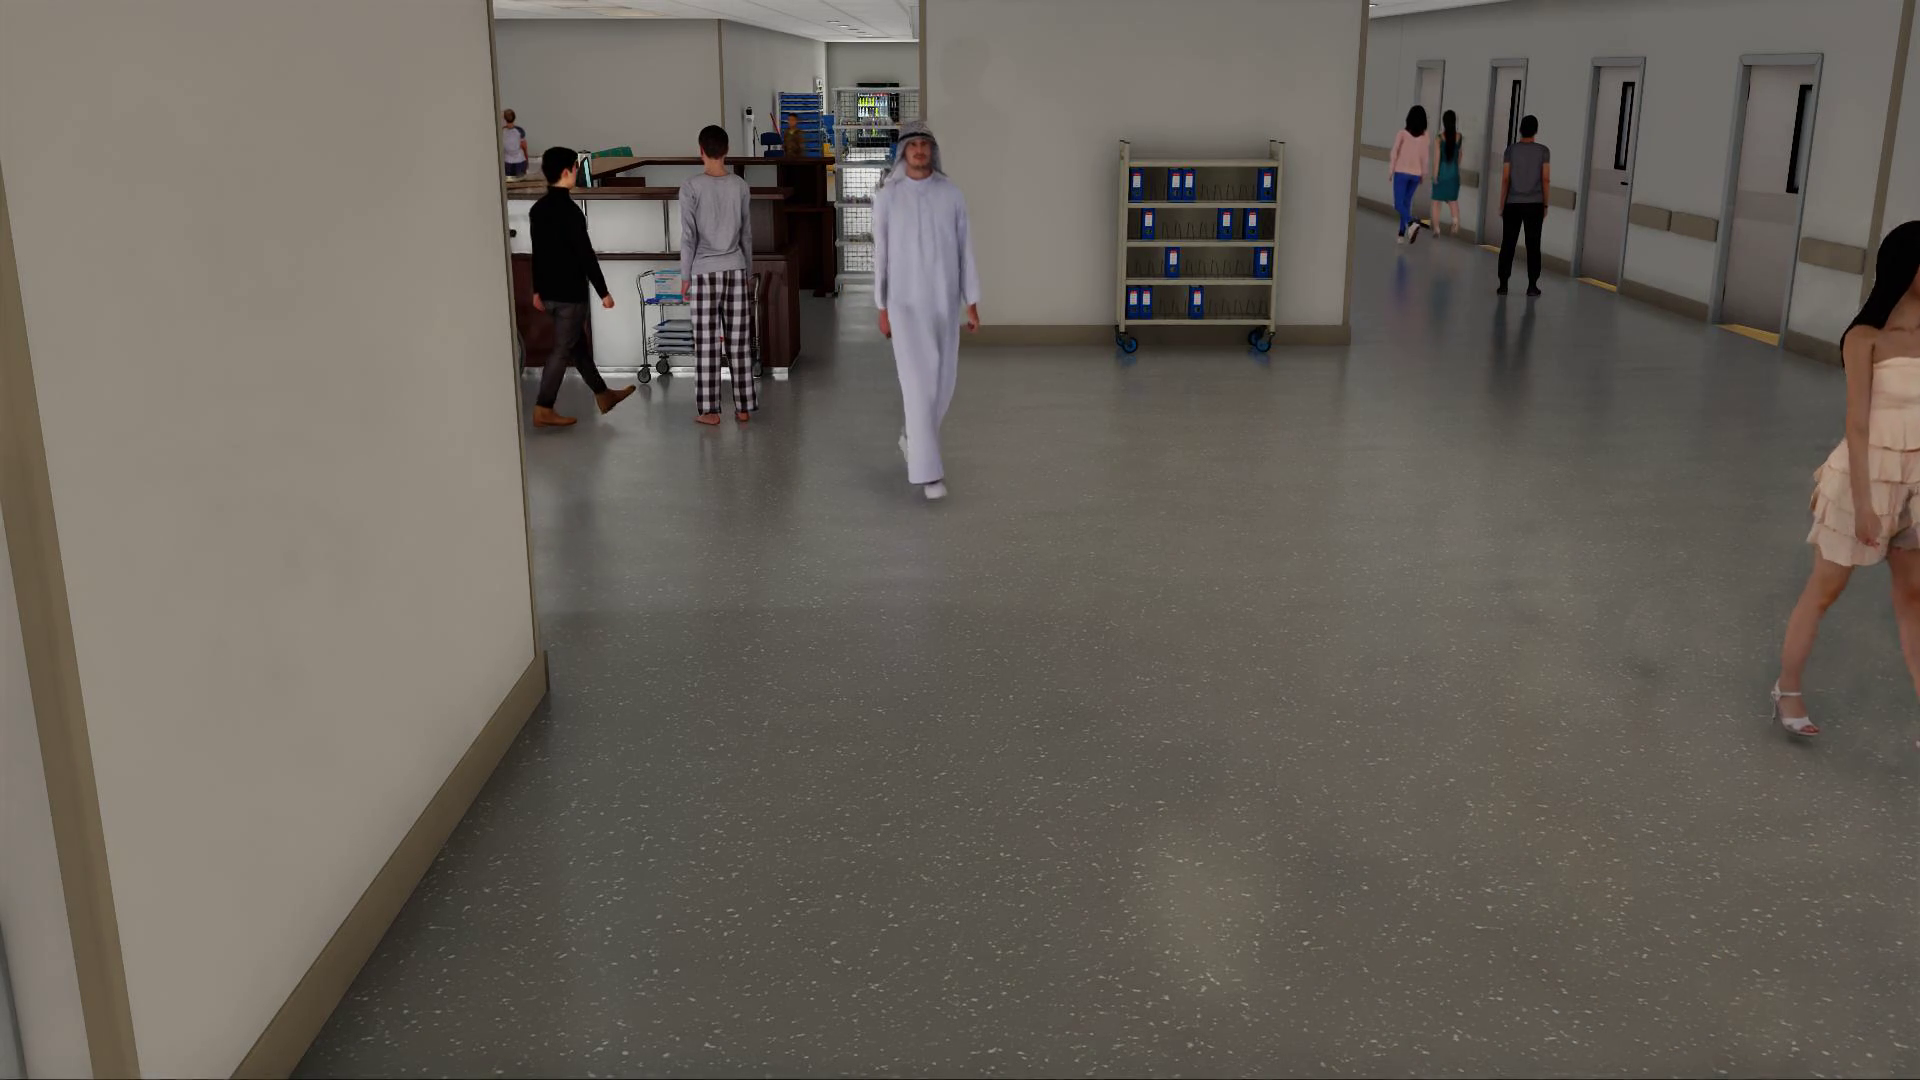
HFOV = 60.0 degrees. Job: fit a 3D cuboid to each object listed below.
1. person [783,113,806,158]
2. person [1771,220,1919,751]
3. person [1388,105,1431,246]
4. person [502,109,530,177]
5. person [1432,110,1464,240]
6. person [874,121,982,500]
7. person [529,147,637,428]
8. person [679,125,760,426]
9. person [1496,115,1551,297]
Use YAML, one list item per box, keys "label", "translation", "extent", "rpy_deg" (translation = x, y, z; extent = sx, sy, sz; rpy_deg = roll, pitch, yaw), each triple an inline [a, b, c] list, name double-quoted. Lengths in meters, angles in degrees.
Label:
- label: "person"
  translation: [-2.929, -6.823, 29.531]
  extent: [0.867, 1.430, 0.737]
  rpy_deg: [3, 16, 11]
- label: "person"
  translation: [2.828, -0.138, 5.313]
  extent: [0.984, 1.704, 0.829]
  rpy_deg: [-5, 16, -17]
- label: "person"
  translation: [5.638, -4.534, 20.854]
  extent: [1.037, 1.733, 0.761]
  rpy_deg: [-1, 16, -5]
- label: "person"
  translation: [-6.710, -5.639, 25.056]
  extent: [0.997, 1.579, 0.705]
  rpy_deg: [-2, 16, -6]
- label: "person"
  translation: [6.338, -4.685, 21.529]
  extent: [0.942, 1.658, 0.610]
  rpy_deg: [0, 16, -1]
- label: "person"
  translation: [-0.203, -1.221, 8.800]
  extent: [1.248, 1.897, 1.004]
  rpy_deg: [-5, 17, -17]
- label: "person"
  translation: [-2.489, -1.521, 10.244]
  extent: [1.136, 1.692, 1.037]
  rpy_deg: [-13, 20, -39]
- label: "person"
  translation: [-1.516, -1.658, 10.441]
  extent: [0.636, 1.847, 0.765]
  rpy_deg: [-8, 18, -27]
- label: "person"
  translation: [5.607, -3.328, 16.537]
  extent: [0.616, 1.754, 0.754]
  rpy_deg: [6, 17, 21]
